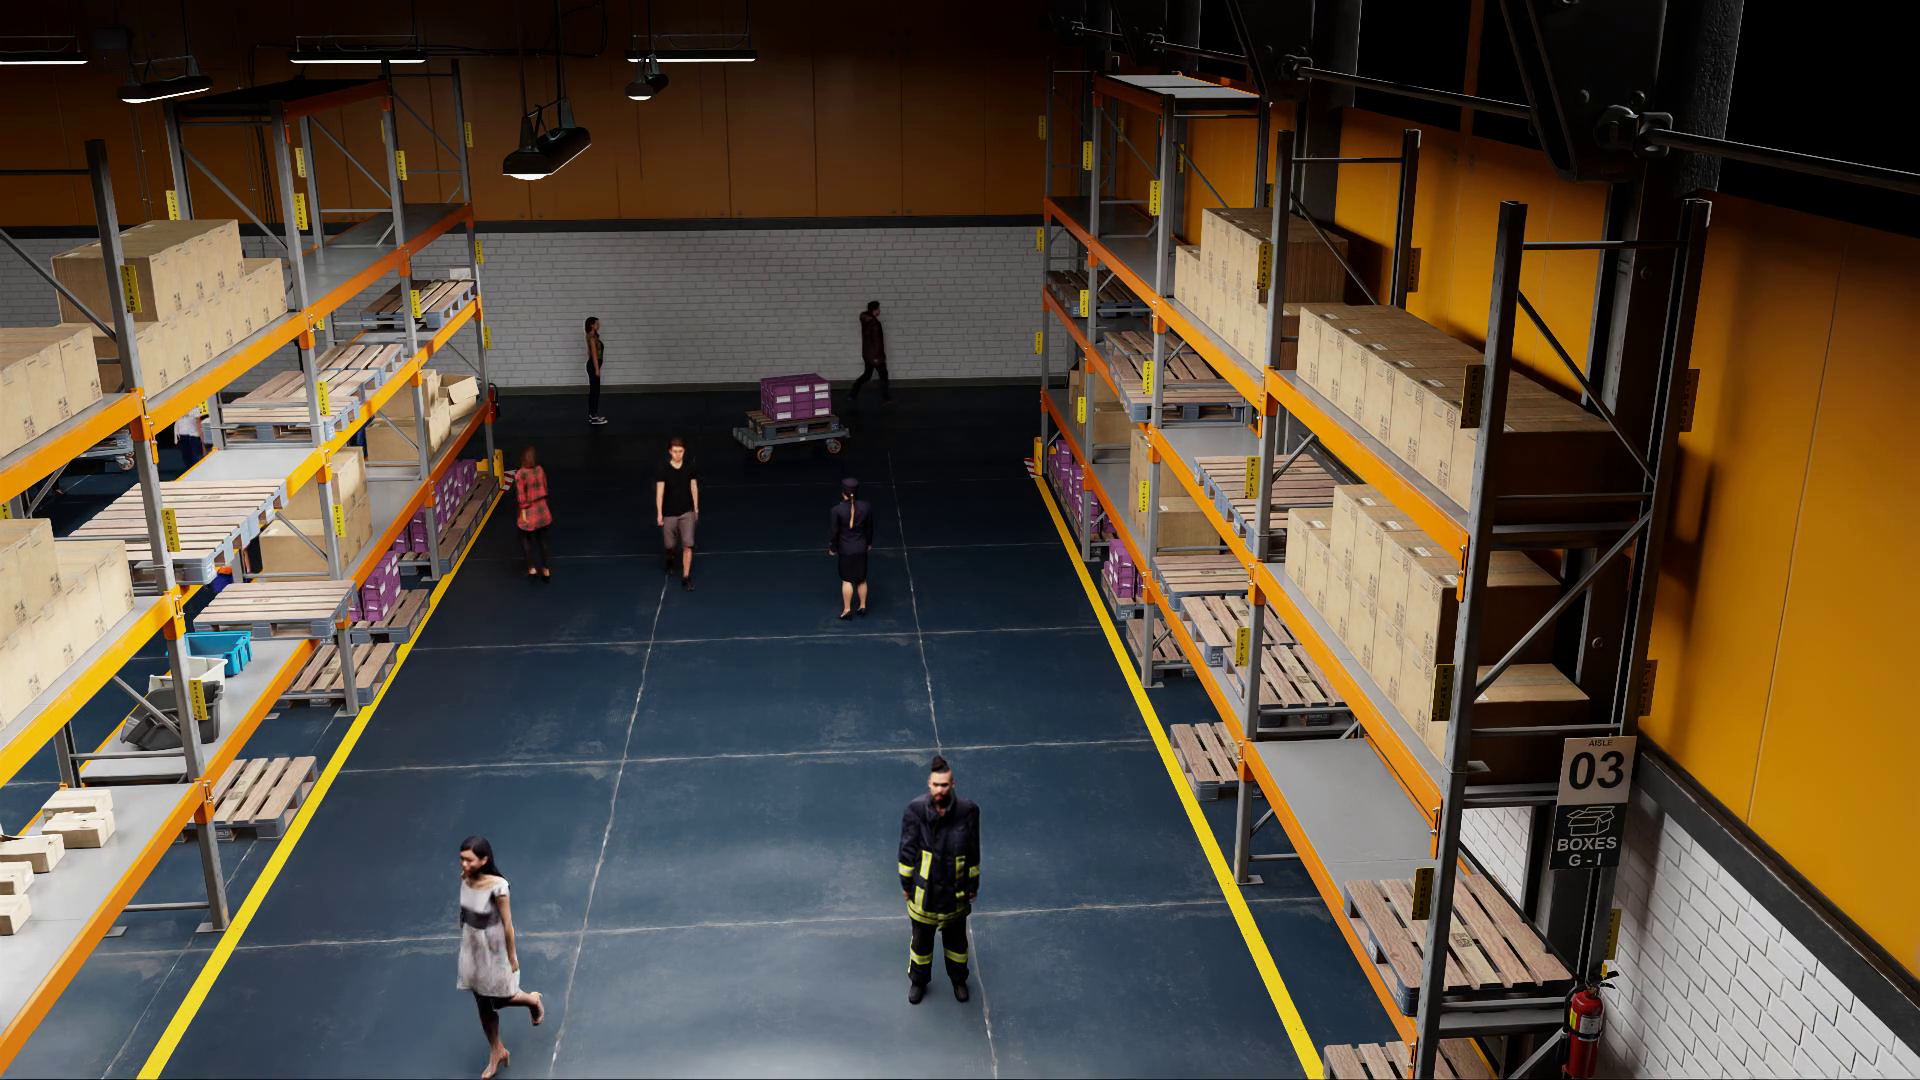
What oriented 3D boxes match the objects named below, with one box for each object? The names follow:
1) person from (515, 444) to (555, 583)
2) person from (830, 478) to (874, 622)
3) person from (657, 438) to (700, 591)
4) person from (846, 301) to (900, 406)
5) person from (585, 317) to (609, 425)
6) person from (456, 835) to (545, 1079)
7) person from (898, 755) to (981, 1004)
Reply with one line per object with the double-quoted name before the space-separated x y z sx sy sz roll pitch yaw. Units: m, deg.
"person" -5.149 -0.293 20.197 0.831 1.666 0.781 13 22 33
"person" -1.235 0.110 18.991 0.785 1.671 0.768 -9 21 -26
"person" -3.413 -0.354 20.085 0.802 1.853 1.021 -6 19 -16
"person" -1.570 -3.176 28.526 1.081 1.813 1.206 -9 21 -26
"person" -6.062 -2.823 27.549 0.724 1.769 0.570 -6 20 -18
"person" -3.068 2.730 11.083 0.898 1.754 1.008 11 21 29
"person" -0.139 2.407 11.873 0.747 1.860 0.680 -1 19 -2
